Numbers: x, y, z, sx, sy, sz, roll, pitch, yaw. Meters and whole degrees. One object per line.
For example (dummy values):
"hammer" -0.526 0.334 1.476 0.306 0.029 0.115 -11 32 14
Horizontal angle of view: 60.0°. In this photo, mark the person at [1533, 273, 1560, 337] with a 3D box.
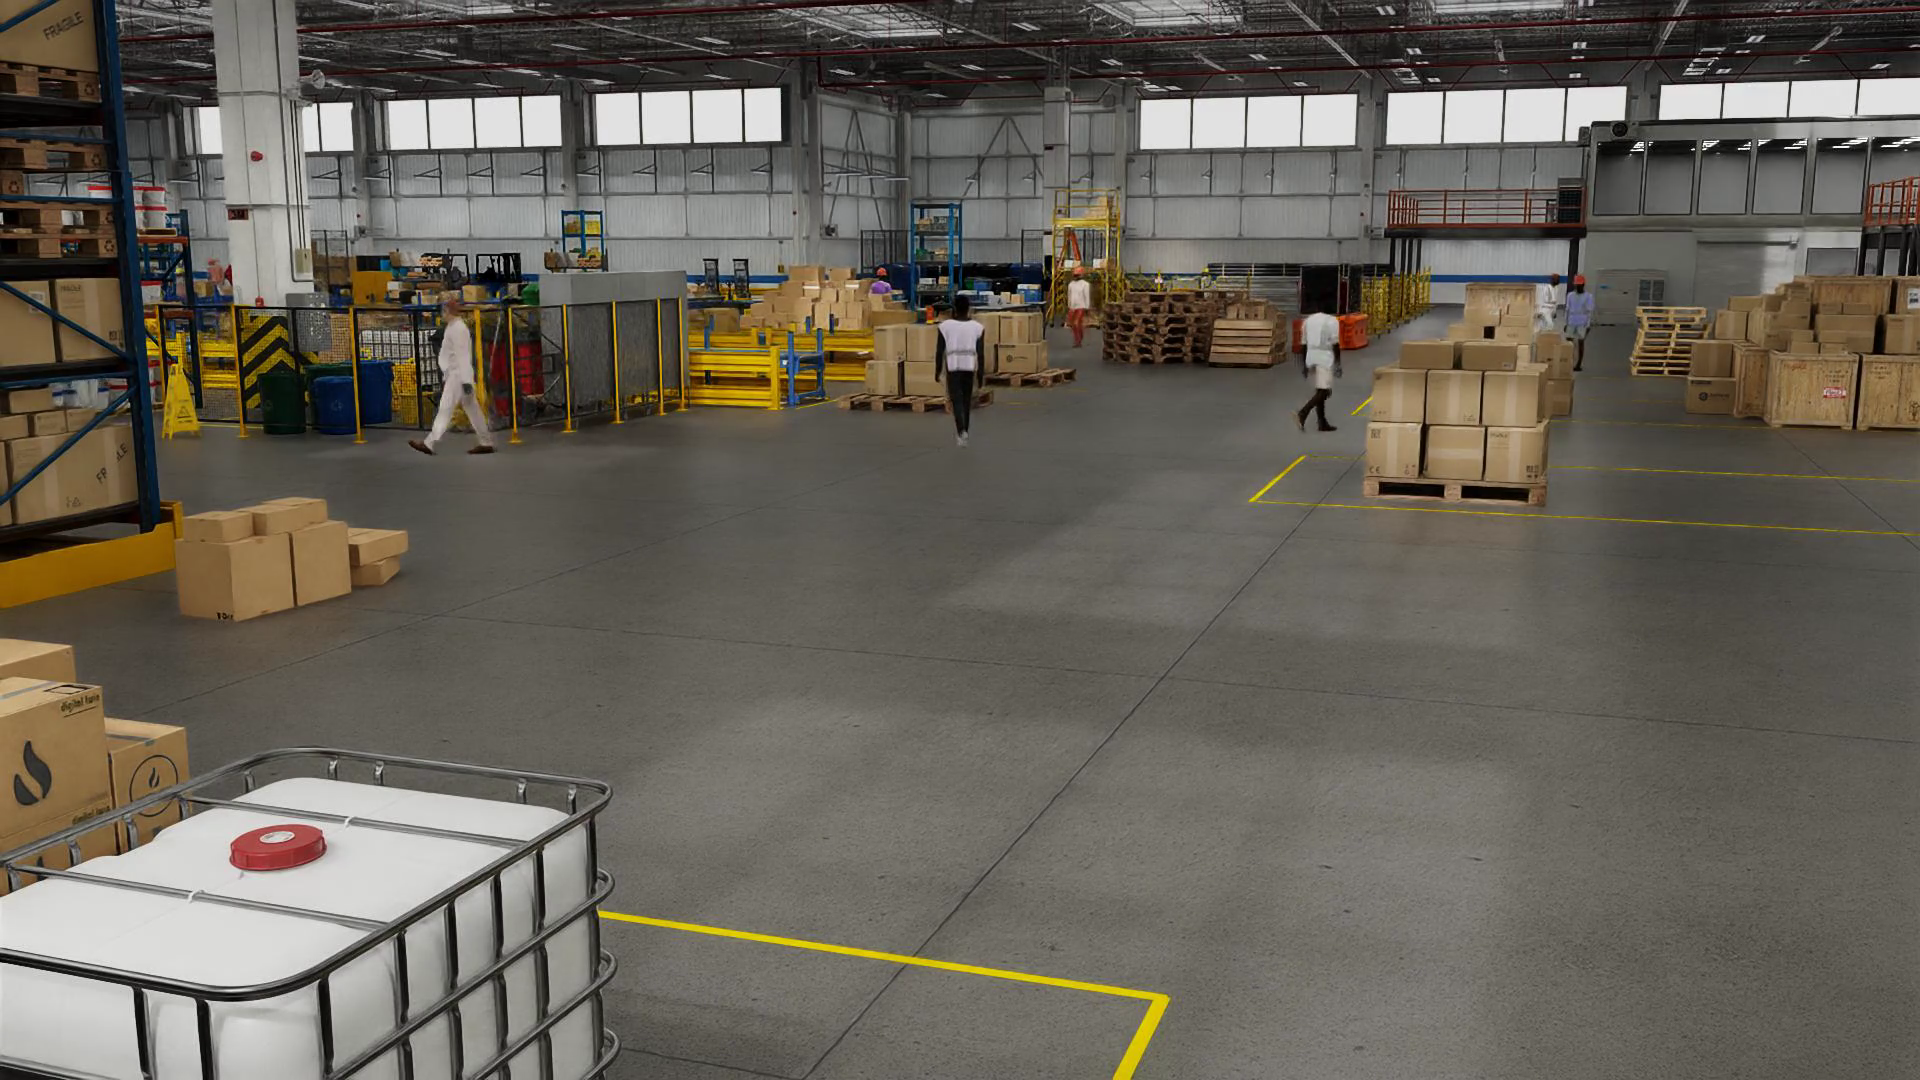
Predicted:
"person" 14.304 -5.622 40.739 0.589 1.835 0.934 -9 14 -42

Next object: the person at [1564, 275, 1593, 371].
"person" 12.144 -4.264 32.816 0.577 1.904 0.860 8 13 39

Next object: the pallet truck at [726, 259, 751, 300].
"pallet truck" -7.986 -9.493 62.019 0.823 1.965 1.885 3 11 17

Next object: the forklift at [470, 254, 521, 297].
"forklift" -17.990 -10.121 64.684 1.157 1.987 2.680 3 11 17

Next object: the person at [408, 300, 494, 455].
"person" -6.079 -1.926 19.832 1.006 1.844 0.657 -3 10 -15

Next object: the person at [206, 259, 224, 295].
"person" -30.428 -10.511 67.941 0.707 1.947 0.410 -7 12 -34

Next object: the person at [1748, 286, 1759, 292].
"person" 27.413 -8.529 57.616 0.494 1.624 0.279 3 11 18

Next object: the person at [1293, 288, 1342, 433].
"person" 4.705 -2.345 21.911 0.774 1.946 0.620 -6 11 -29

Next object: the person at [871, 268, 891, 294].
"person" -1.907 -5.680 40.700 0.551 1.942 0.344 4 11 23

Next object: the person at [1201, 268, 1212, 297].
"person" 8.195 -8.218 55.555 0.484 1.744 0.294 -9 13 -41

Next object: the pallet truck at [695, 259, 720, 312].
"pallet truck" -9.165 -9.627 62.776 0.823 1.965 1.885 4 11 23

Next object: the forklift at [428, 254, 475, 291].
"forklift" -20.133 -10.254 65.465 1.157 1.987 2.680 3 11 19

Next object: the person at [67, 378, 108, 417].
"person" -11.102 -2.056 21.167 0.341 1.620 0.520 5 11 28

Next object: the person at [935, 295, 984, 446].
"person" 0.014 -2.131 20.881 0.587 1.883 0.913 -2 10 -13

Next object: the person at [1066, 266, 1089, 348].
"person" 2.867 -5.690 40.634 0.642 1.982 0.435 8 13 37

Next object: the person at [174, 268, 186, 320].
"person" -26.077 -8.265 55.805 0.548 1.739 0.541 9 13 40
